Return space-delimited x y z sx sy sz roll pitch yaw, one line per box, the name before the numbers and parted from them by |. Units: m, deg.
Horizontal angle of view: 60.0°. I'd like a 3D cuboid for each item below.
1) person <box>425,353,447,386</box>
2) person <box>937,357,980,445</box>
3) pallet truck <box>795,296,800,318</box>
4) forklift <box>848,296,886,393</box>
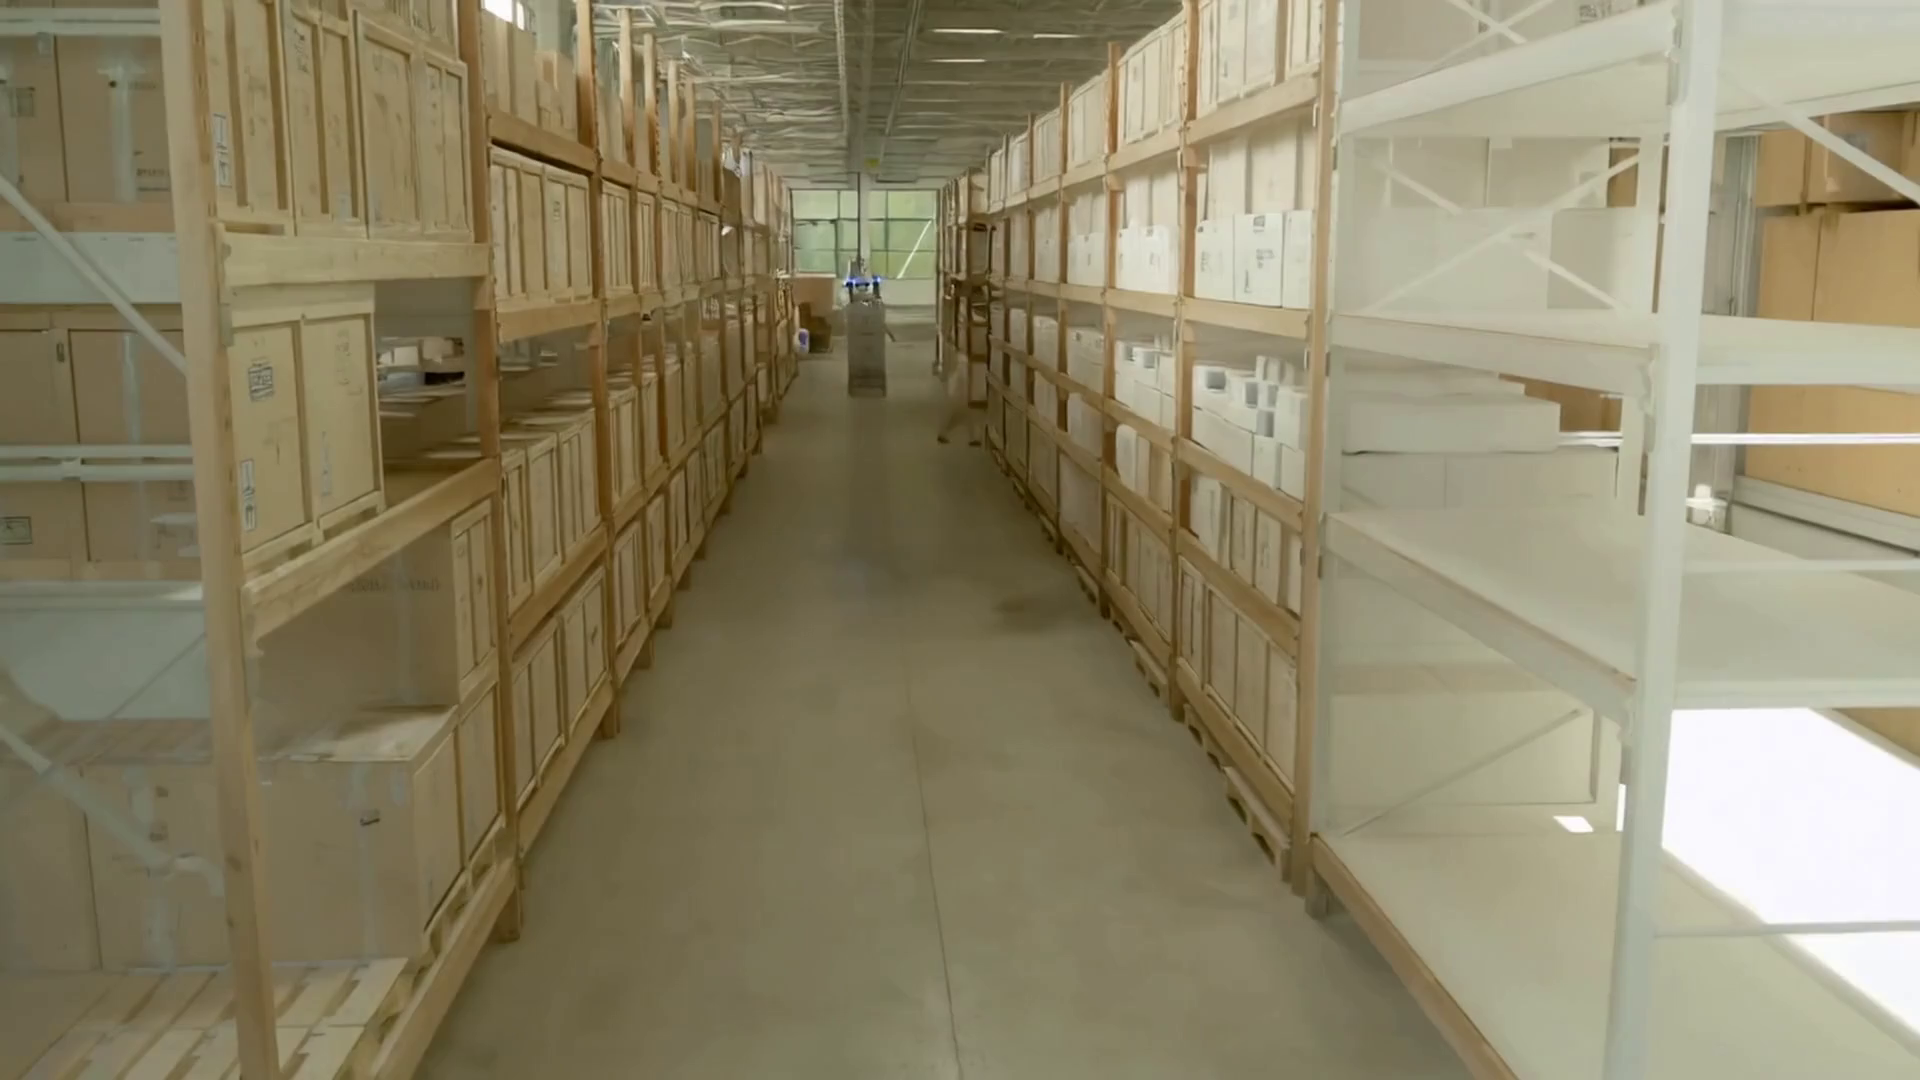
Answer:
person | -10.612 -2.834 34.006 0.440 2.005 0.668 3 10 18
person | -0.029 -2.910 34.900 0.976 1.867 0.646 0 10 2
pallet truck | -8.622 -12.439 91.403 1.885 1.965 0.823 2 10 13
forklift | -2.761 -5.784 49.018 1.129 2.768 1.873 -1 10 -3
